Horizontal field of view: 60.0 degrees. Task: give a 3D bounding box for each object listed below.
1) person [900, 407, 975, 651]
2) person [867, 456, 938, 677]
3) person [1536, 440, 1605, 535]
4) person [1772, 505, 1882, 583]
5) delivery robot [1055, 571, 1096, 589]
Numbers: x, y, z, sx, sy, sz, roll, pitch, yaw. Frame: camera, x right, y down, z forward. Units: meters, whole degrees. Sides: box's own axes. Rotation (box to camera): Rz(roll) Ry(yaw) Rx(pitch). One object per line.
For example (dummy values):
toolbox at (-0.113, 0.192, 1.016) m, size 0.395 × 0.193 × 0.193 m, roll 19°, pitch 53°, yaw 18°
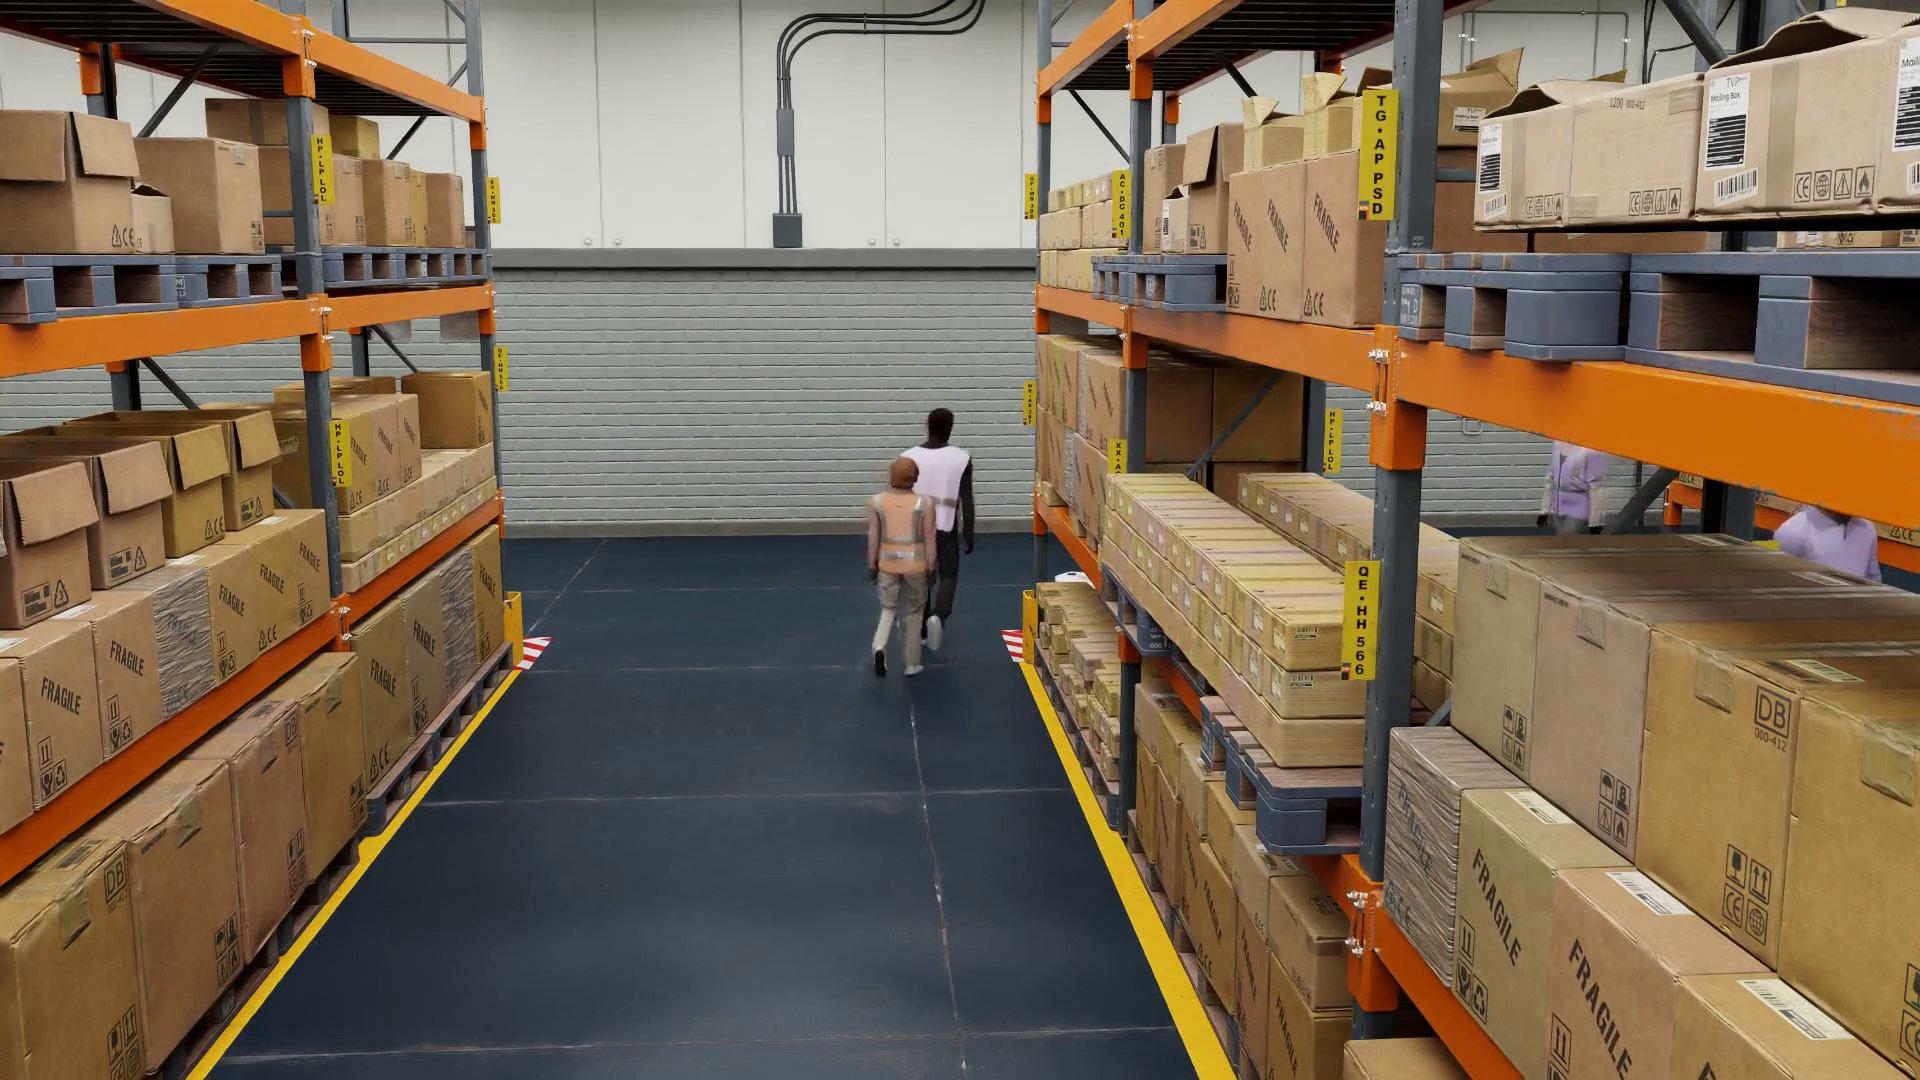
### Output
person at (-0.214, -0.071, 12.834) m, size 0.659 × 1.892 × 0.727 m, roll 2°, pitch 10°, yaw 10°
person at (-0.427, 0.213, 11.922) m, size 0.518 × 1.618 × 0.558 m, roll 3°, pitch 10°, yaw 16°
person at (5.041, -0.236, 13.737) m, size 0.425 × 1.909 × 0.589 m, roll -1°, pitch 10°, yaw -9°
person at (5.009, 0.500, 9.547) m, size 0.666 × 1.860 × 0.913 m, roll -3°, pitch 10°, yaw -15°
delivery robot at (1.140, 0.407, 13.638) m, size 0.707 × 0.478 × 0.477 m, roll 6°, pitch 11°, yaw 32°
